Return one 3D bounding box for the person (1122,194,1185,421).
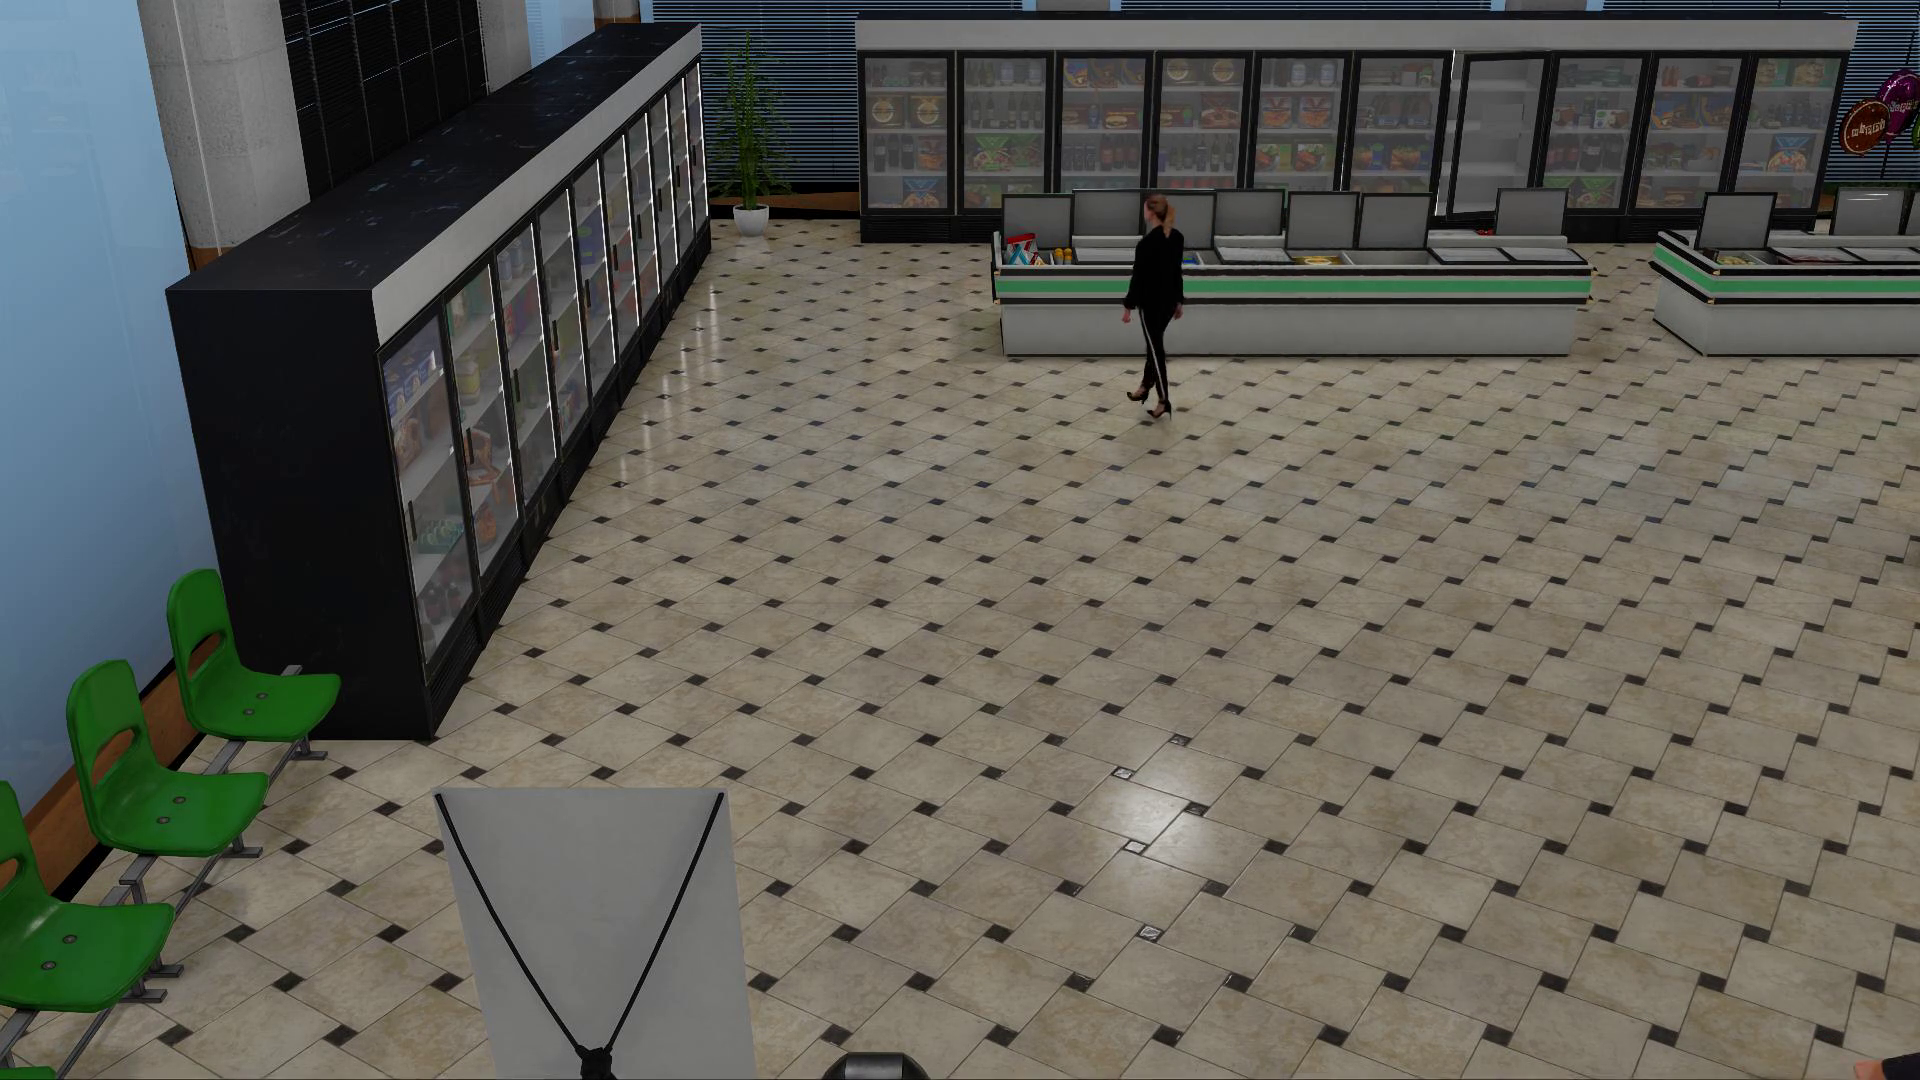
[{"bbox_3d":[1.517,-1.694,12.327,0.873,1.690,0.929,-19,30,-37],"label":"person"}]
